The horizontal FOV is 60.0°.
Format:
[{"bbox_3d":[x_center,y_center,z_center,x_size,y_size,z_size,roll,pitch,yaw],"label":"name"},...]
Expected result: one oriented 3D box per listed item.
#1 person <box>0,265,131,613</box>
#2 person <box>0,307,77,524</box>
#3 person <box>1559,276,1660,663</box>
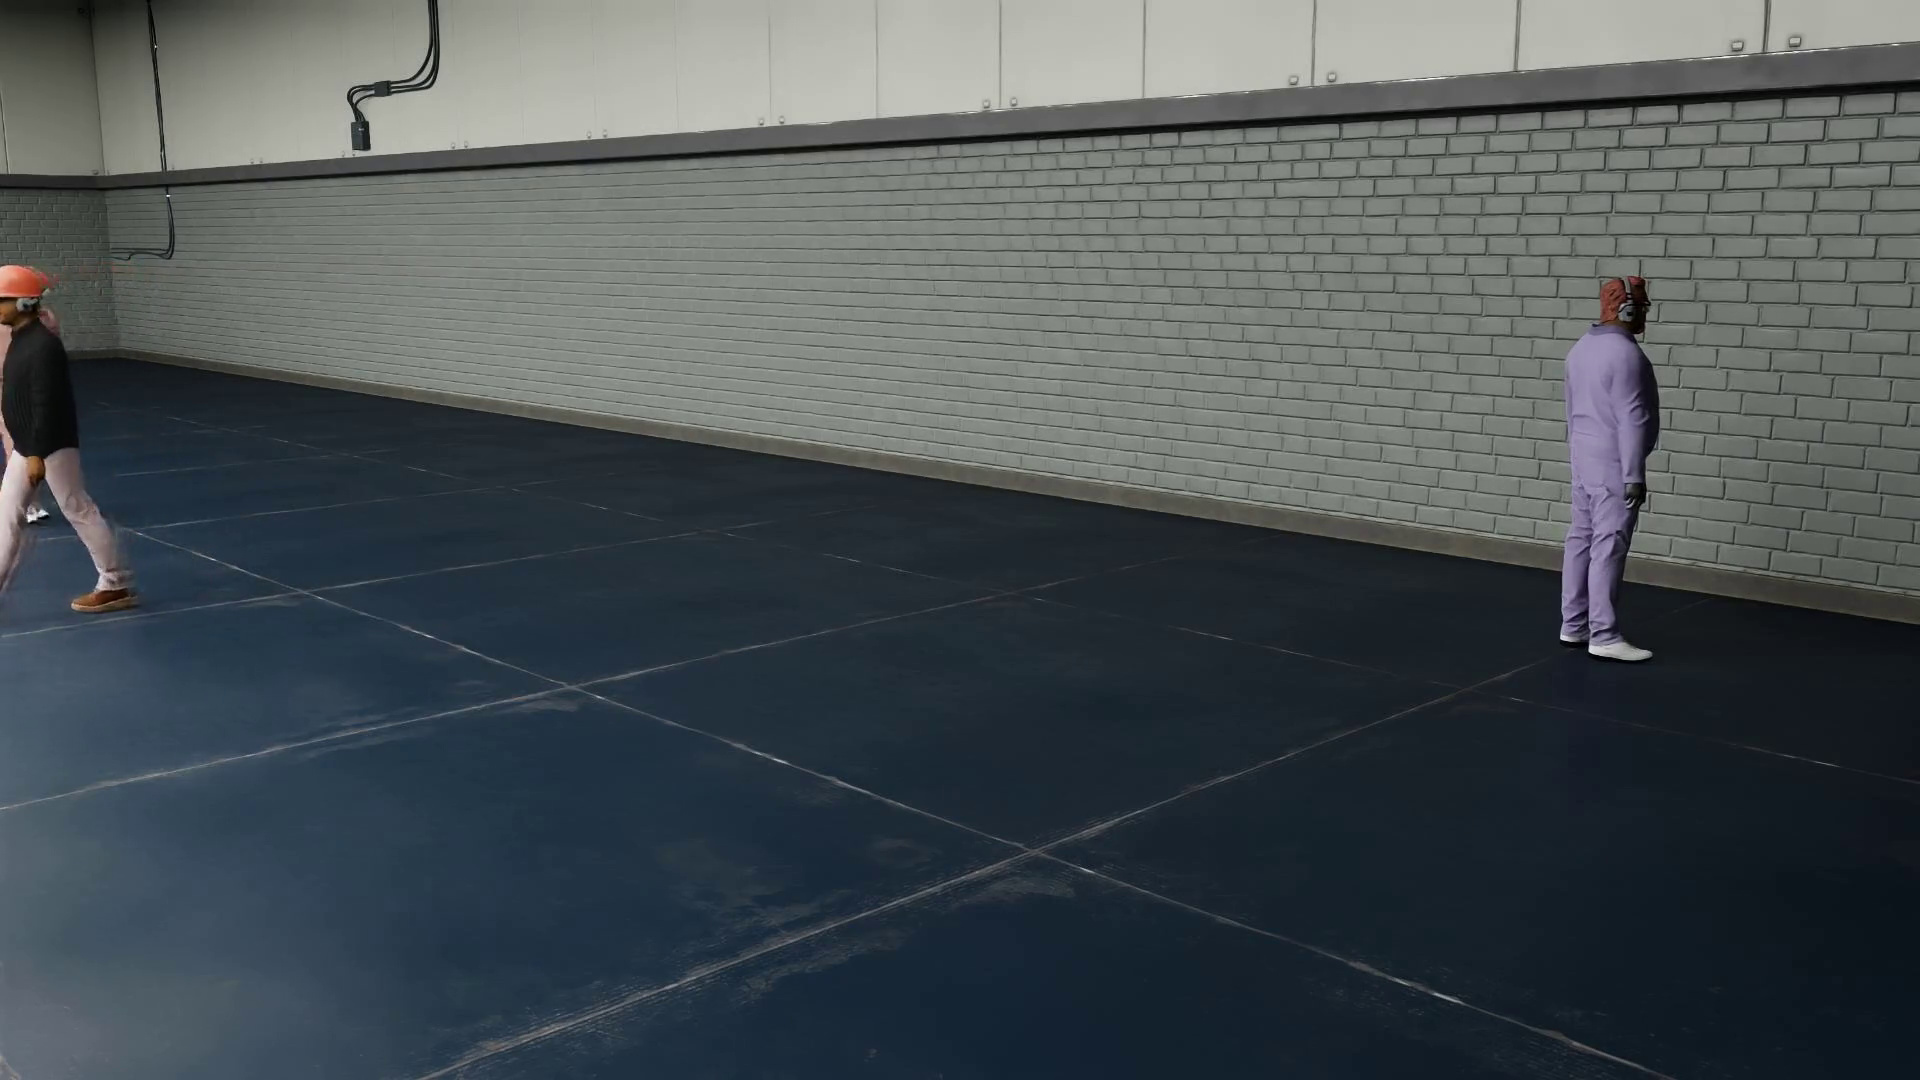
[{"bbox_3d":[-5.127,-0.519,9.123,0.642,1.937,1.008,10,14,44],"label":"person"},{"bbox_3d":[-6.868,-1.067,12.259,0.732,1.880,0.671,7,13,34],"label":"person"},{"bbox_3d":[3.288,-0.363,8.368,0.406,1.911,0.639,-1,10,-5],"label":"person"}]
